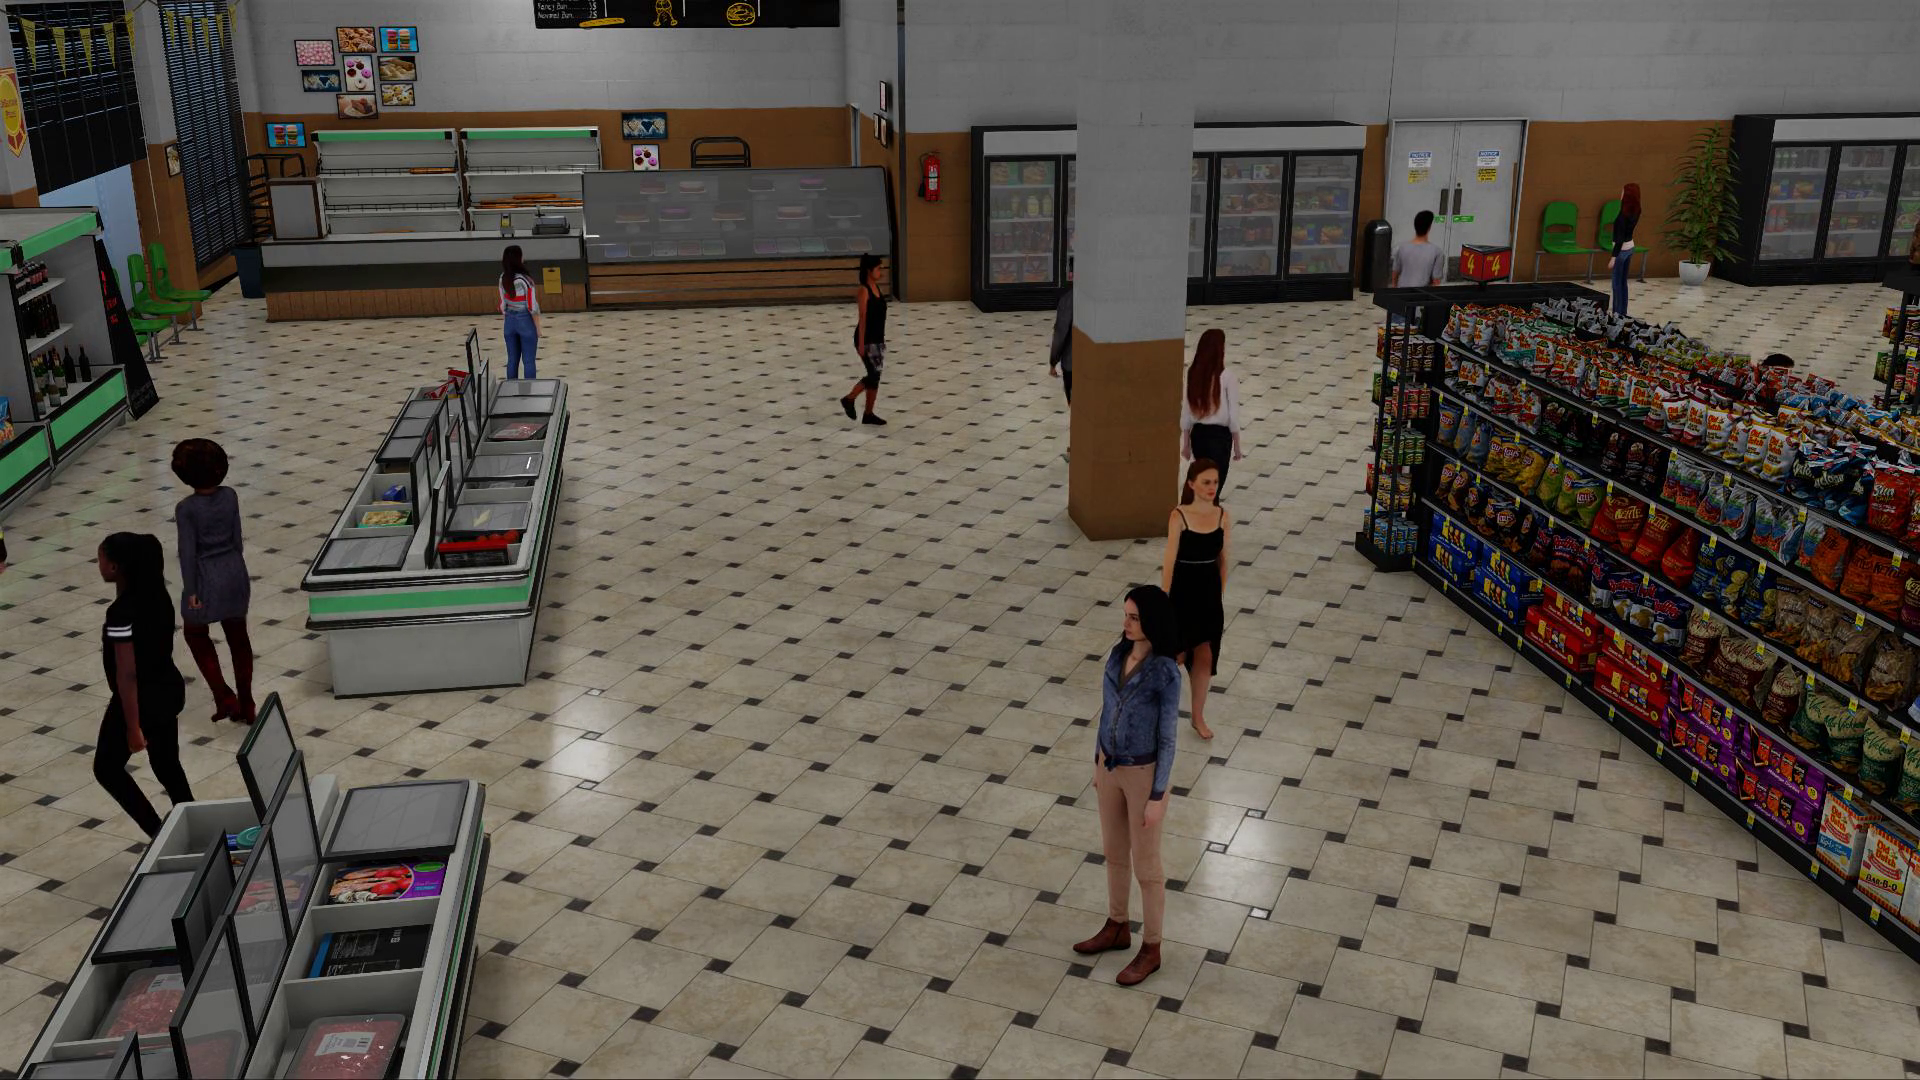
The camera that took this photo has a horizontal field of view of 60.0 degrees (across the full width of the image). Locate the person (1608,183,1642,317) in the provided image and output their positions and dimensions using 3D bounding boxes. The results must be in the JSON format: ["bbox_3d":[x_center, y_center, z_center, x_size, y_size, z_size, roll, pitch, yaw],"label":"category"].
[{"bbox_3d":[8.128,-3.484,20.423,0.715,1.787,0.672,16,24,39],"label":"person"}]

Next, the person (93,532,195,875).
[{"bbox_3d":[-3.749,0.797,7.838,0.739,1.717,0.640,0,19,0],"label":"person"}]

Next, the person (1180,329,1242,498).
[{"bbox_3d":[1.766,-0.624,12.031,1.102,1.731,1.091,17,25,41],"label":"person"}]

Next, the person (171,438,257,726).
[{"bbox_3d":[-4.154,0.269,9.426,0.756,1.703,0.699,13,22,33],"label":"person"}]

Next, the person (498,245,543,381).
[{"bbox_3d":[-4.450,-2.170,16.801,0.669,1.612,0.674,7,20,20],"label":"person"}]

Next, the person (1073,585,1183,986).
[{"bbox_3d":[0.744,1.026,7.068,0.743,1.774,0.635,-11,22,-30],"label":"person"}]

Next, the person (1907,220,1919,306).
[{"bbox_3d":[12.499,-3.674,21.508,0.743,1.454,0.659,-17,25,-41],"label":"person"}]

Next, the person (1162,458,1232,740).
[{"bbox_3d":[1.293,0.297,9.490,0.612,1.609,0.899,-5,19,-15],"label":"person"}]

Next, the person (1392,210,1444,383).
[{"bbox_3d":[4.652,-2.421,17.179,1.063,1.846,1.264,7,20,20],"label":"person"}]

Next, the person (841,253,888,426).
[{"bbox_3d":[-0.938,-1.921,15.994,0.816,1.656,0.765,9,20,24],"label":"person"}]
